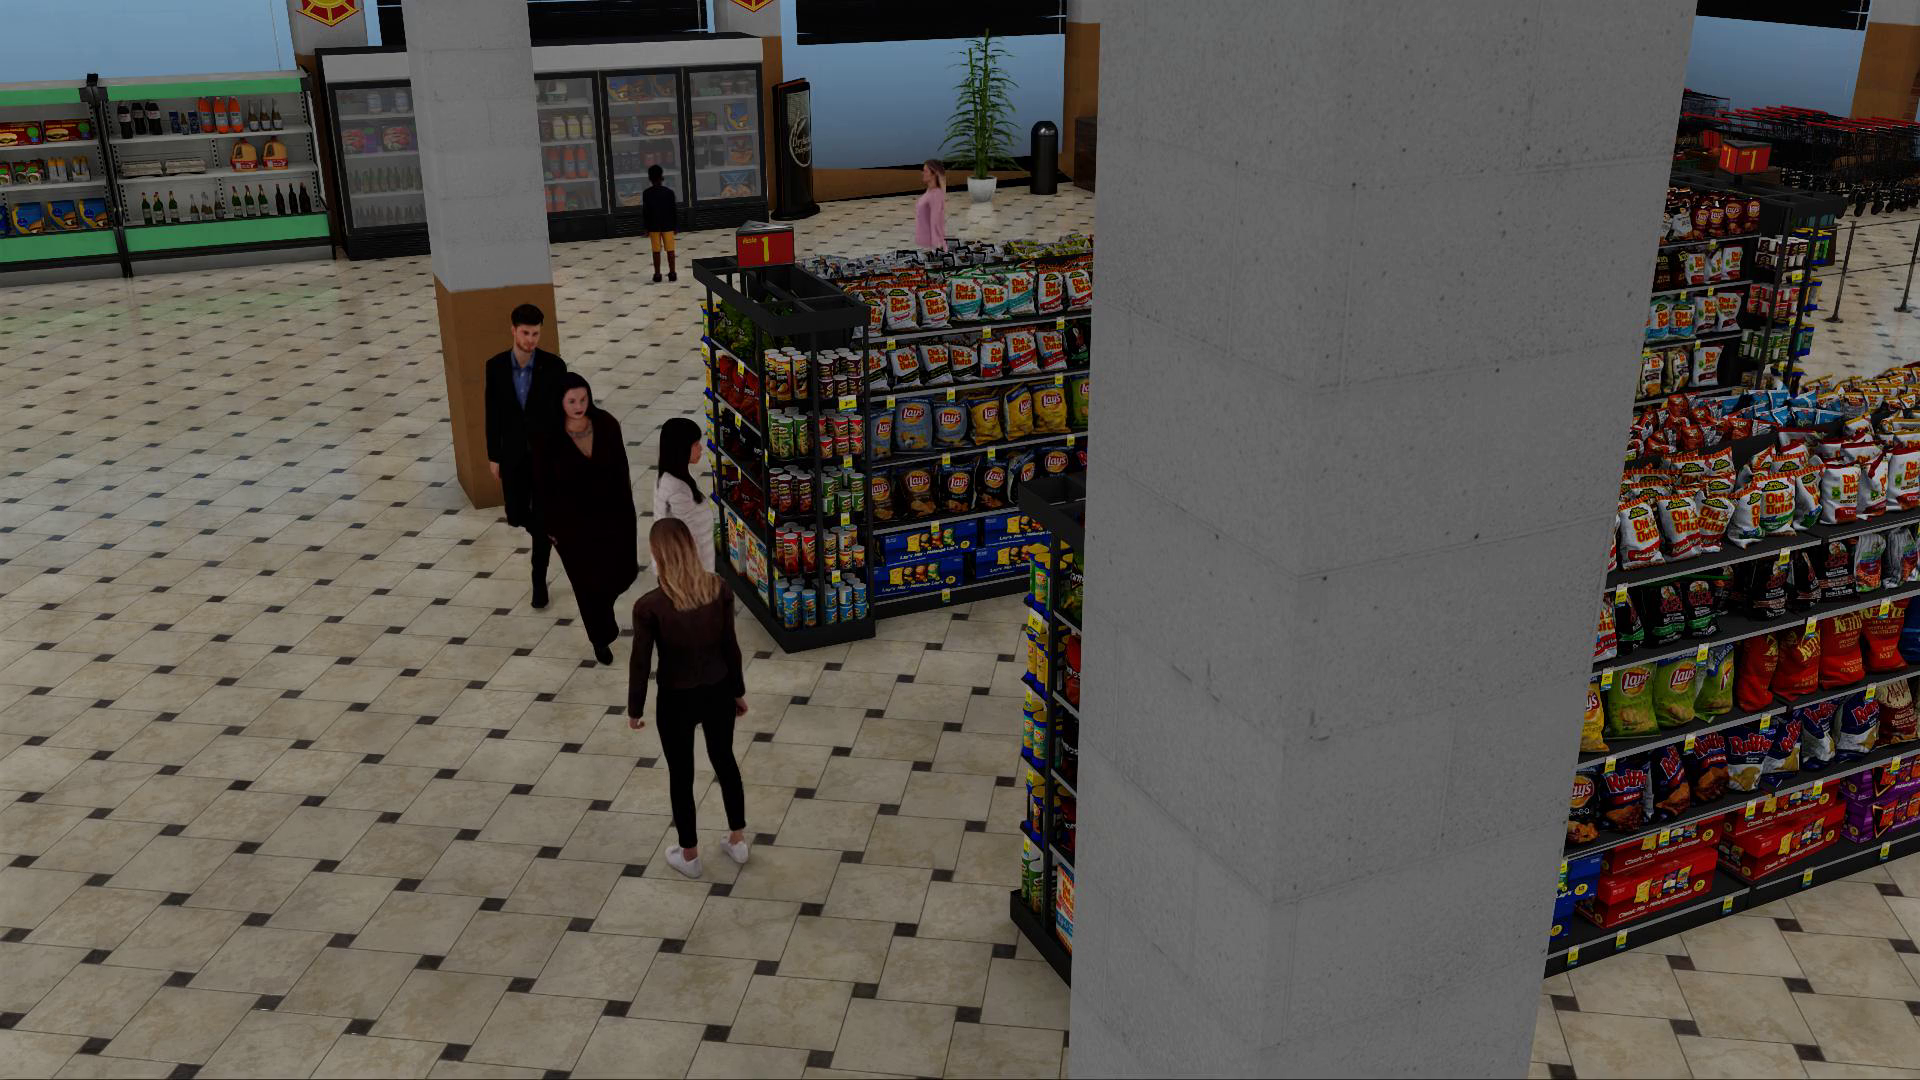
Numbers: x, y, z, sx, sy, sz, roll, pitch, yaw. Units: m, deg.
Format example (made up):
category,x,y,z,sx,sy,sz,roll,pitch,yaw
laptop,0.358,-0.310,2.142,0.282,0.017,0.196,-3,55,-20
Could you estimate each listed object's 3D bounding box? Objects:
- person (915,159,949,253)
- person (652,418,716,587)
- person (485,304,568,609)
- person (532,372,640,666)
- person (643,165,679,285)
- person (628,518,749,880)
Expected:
category,x,y,z,sx,sy,sz,roll,pitch,yaw
person,-0.183,-2.797,15.953,1.151,1.663,0.887,-1,22,-1
person,-1.447,0.153,8.649,0.534,1.636,0.606,-10,24,-22
person,-2.562,-0.536,10.063,0.990,1.860,0.963,0,22,1
person,-2.099,-0.142,9.261,0.775,1.728,0.788,-14,26,-31
person,-3.251,-3.428,18.053,0.518,1.269,0.624,-5,22,-12
person,-1.131,0.719,7.159,0.536,1.697,0.744,-13,25,-29
